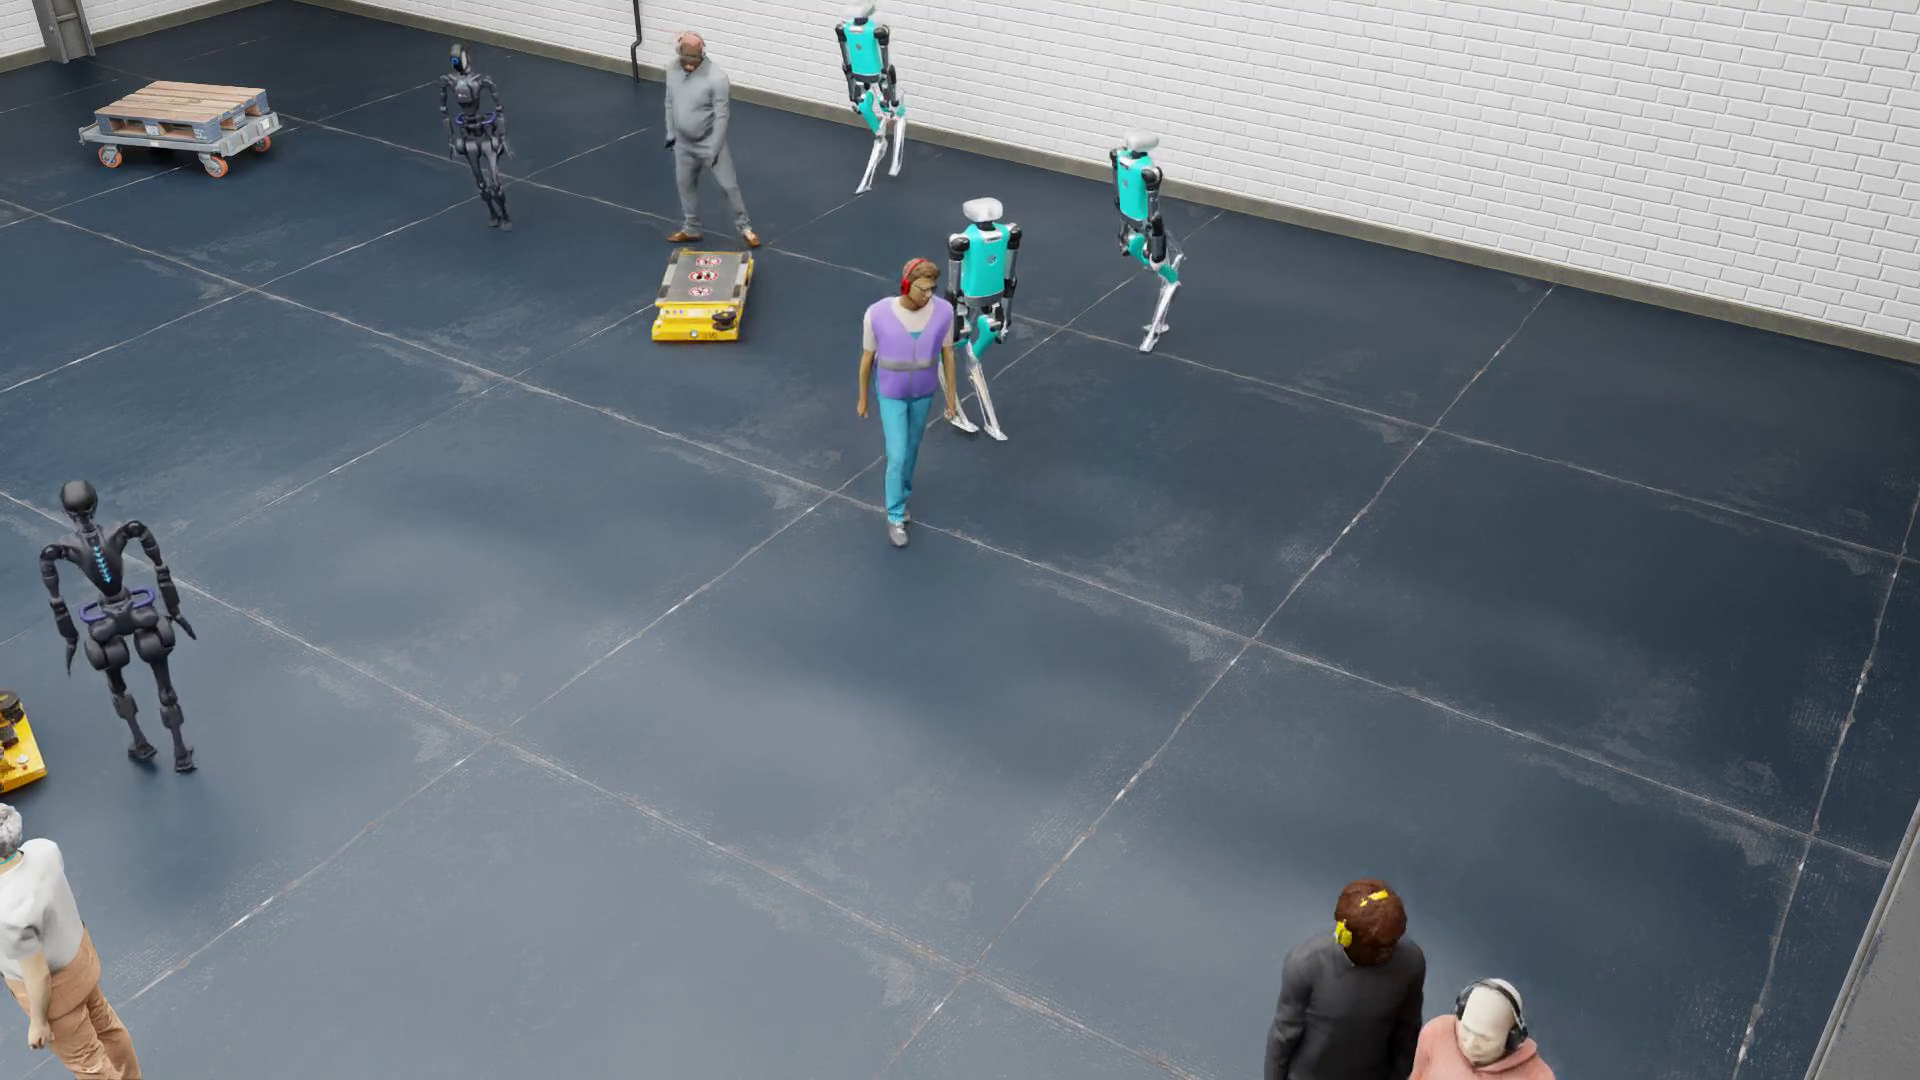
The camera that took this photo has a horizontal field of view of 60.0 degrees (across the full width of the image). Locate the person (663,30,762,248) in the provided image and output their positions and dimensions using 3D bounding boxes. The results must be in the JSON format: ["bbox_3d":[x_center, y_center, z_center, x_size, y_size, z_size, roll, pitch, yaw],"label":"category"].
[{"bbox_3d":[-2.146,-3.349,13.980,0.909,1.882,0.446,16,36,23],"label":"person"}]

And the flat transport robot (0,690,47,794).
[{"bbox_3d":[-5.442,1.223,8.353,1.431,0.231,0.659,-21,38,-29],"label":"flat transport robot"}]

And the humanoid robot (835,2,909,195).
[{"bbox_3d":[-0.723,-4.086,15.269,0.563,1.769,0.888,16,36,24],"label":"humanoid robot"}]

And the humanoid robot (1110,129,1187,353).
[{"bbox_3d":[1.501,-2.234,12.377,0.848,1.776,0.615,-17,36,-25],"label":"humanoid robot"}]

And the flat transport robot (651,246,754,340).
[{"bbox_3d":[-2.047,-1.986,13.347,0.659,0.231,1.431,0,33,0],"label":"flat transport robot"}]

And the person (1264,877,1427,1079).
[{"bbox_3d":[1.380,1.843,5.952,0.594,1.836,0.783,0,33,1],"label":"person"}]

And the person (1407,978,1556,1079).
[{"bbox_3d":[1.722,2.087,5.586,0.530,1.812,0.804,23,39,31],"label":"person"}]

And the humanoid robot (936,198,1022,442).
[{"bbox_3d":[0.030,-1.513,11.240,0.542,1.779,0.709,-18,37,-25],"label":"humanoid robot"}]

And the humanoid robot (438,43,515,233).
[{"bbox_3d":[-4.157,-3.492,14.393,0.593,1.638,0.389,2,33,3],"label":"humanoid robot"}]

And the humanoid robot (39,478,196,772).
[{"bbox_3d":[-4.162,0.441,8.270,0.602,1.638,0.435,-19,37,-27],"label":"humanoid robot"}]

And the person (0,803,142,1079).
[{"bbox_3d":[-3.438,1.661,6.304,0.321,1.748,0.468,-7,33,-11],"label":"person"}]

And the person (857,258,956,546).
[{"bbox_3d":[-0.292,-0.842,10.133,0.599,1.811,0.722,-12,35,-17],"label":"person"}]
